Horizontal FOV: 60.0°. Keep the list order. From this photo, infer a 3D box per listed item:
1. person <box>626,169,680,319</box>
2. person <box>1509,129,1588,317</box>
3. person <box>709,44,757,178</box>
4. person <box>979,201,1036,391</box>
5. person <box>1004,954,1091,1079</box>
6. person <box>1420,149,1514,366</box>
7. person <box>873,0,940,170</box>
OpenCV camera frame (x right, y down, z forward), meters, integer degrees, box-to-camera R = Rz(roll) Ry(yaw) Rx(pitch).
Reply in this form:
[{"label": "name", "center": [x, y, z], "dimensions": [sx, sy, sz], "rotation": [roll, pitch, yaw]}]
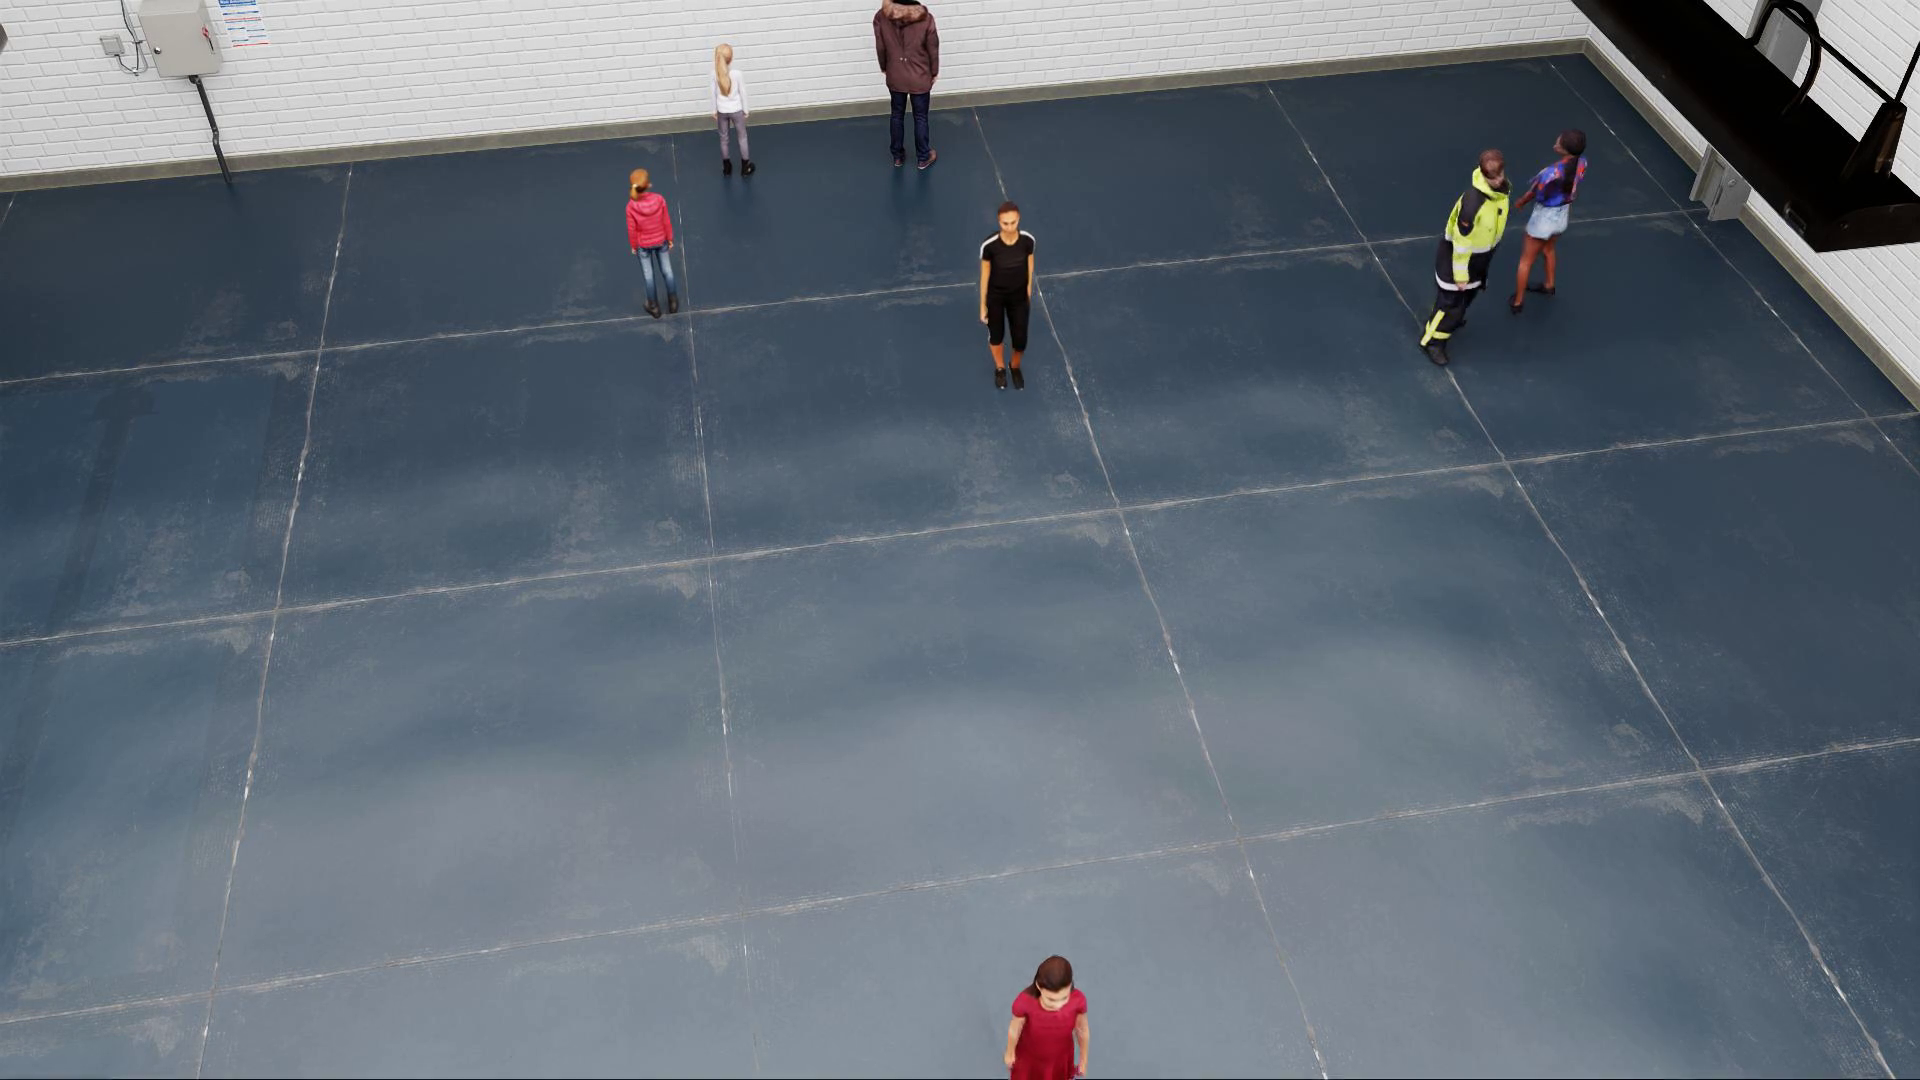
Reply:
[{"label": "person", "center": [-2.502, -2.412, 13.514], "dimensions": [0.548, 1.315, 0.535], "rotation": [-16, 46, -16]}, {"label": "person", "center": [4.689, -2.499, 13.310], "dimensions": [0.828, 1.722, 0.817], "rotation": [-10, 44, -10]}, {"label": "person", "center": [-2.092, -3.902, 15.105], "dimensions": [0.538, 1.278, 0.548], "rotation": [3, 44, 3]}, {"label": "person", "center": [0.330, -1.912, 12.742], "dimensions": [0.594, 1.655, 0.588], "rotation": [-4, 44, -4]}, {"label": "person", "center": [0.411, 2.452, 8.242], "dimensions": [0.545, 1.544, 0.615], "rotation": [-7, 44, -7]}, {"label": "person", "center": [3.911, -2.250, 12.890], "dimensions": [1.070, 1.941, 1.028], "rotation": [18, 47, 18]}, {"label": "person", "center": [-0.466, -4.232, 15.040], "dimensions": [0.863, 1.845, 0.851], "rotation": [11, 45, 11]}]
